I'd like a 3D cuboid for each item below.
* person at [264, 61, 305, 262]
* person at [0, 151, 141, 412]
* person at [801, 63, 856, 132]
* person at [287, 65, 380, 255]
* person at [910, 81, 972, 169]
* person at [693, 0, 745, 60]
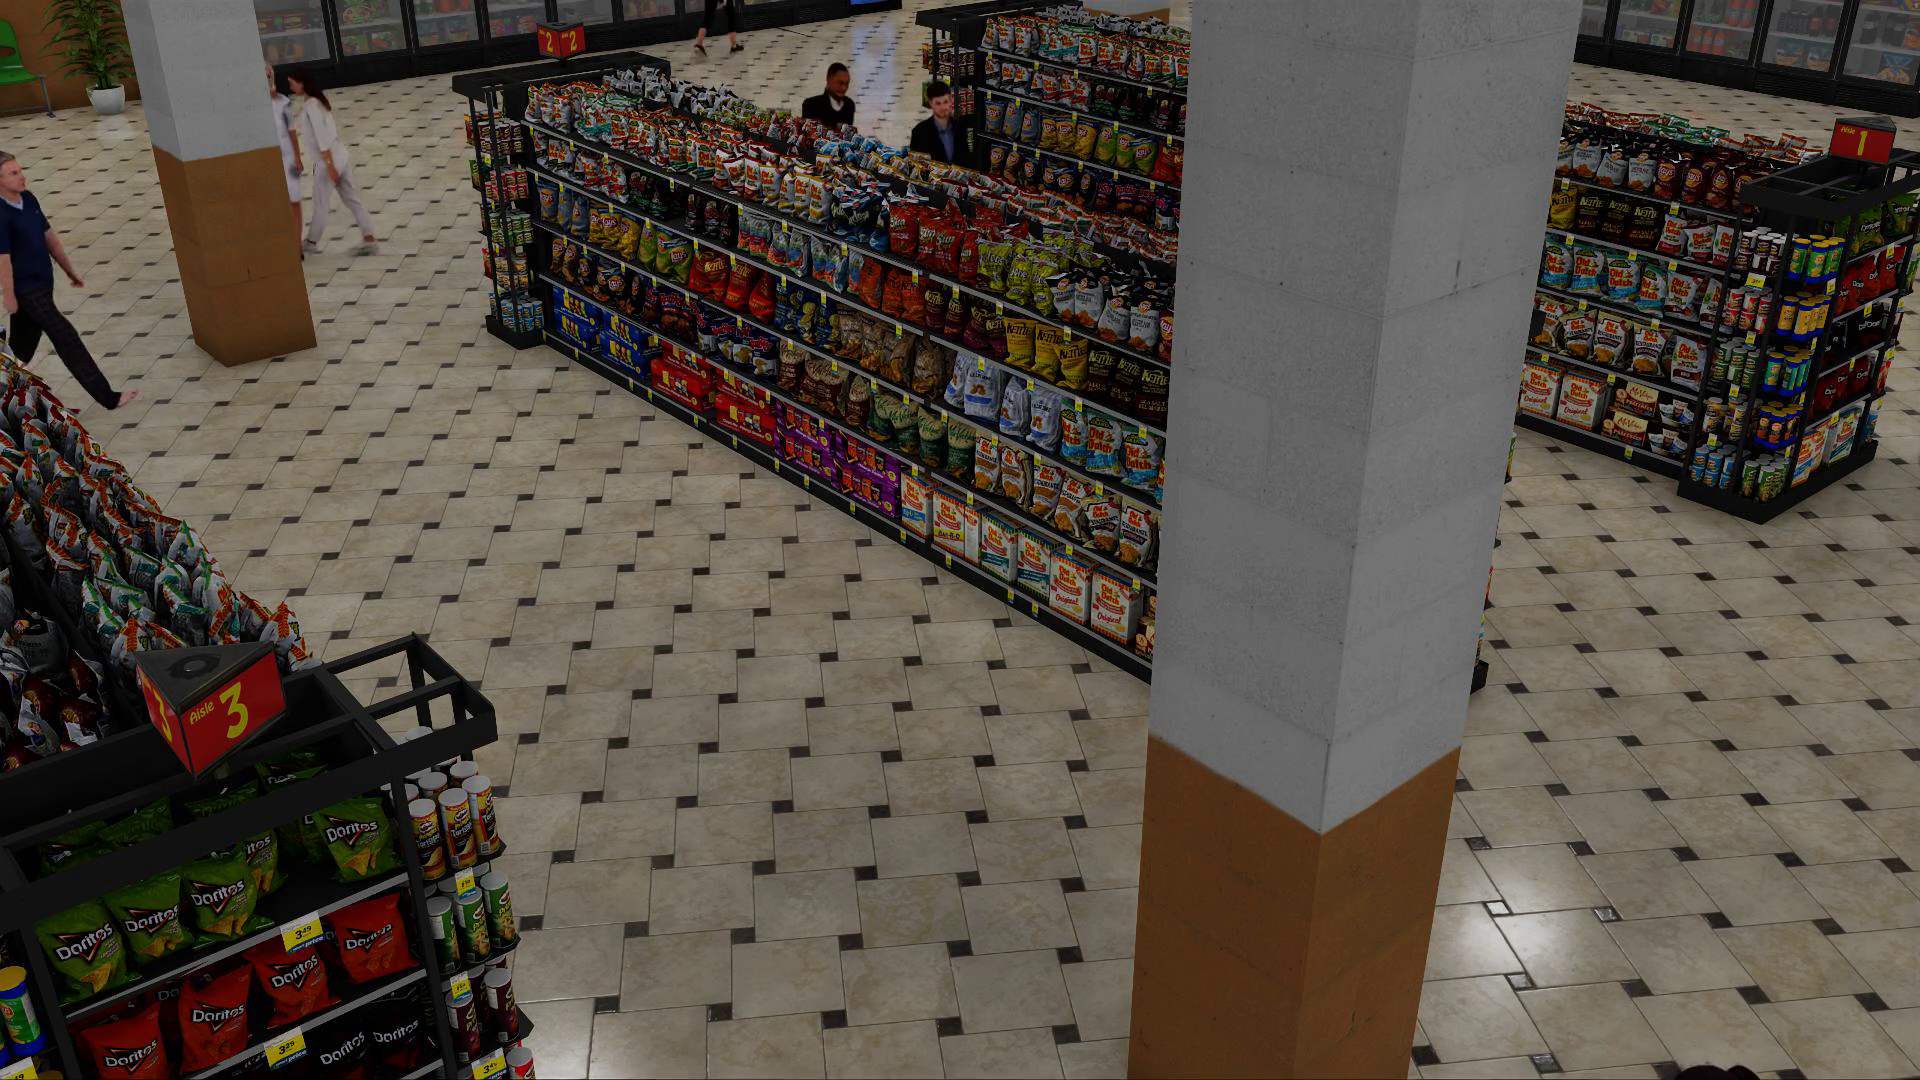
[{"bbox_3d":[-6.003,-3.334,14.599,0.744,1.734,0.823,-8,28,-16],"label":"person"},{"bbox_3d":[-6.369,-1.679,11.256,1.209,1.805,1.247,-2,27,-3],"label":"person"},{"bbox_3d":[-1.163,-3.014,13.811,0.805,1.875,1.058,-17,32,-31],"label":"person"},{"bbox_3d":[-5.465,-3.321,14.676,1.018,1.641,1.057,-6,28,-12],"label":"person"},{"bbox_3d":[-0.207,-2.723,13.249,0.783,1.865,1.060,-17,32,-30],"label":"person"},{"bbox_3d":[-3.382,-7.431,22.729,1.171,1.688,0.900,15,30,26],"label":"person"}]
